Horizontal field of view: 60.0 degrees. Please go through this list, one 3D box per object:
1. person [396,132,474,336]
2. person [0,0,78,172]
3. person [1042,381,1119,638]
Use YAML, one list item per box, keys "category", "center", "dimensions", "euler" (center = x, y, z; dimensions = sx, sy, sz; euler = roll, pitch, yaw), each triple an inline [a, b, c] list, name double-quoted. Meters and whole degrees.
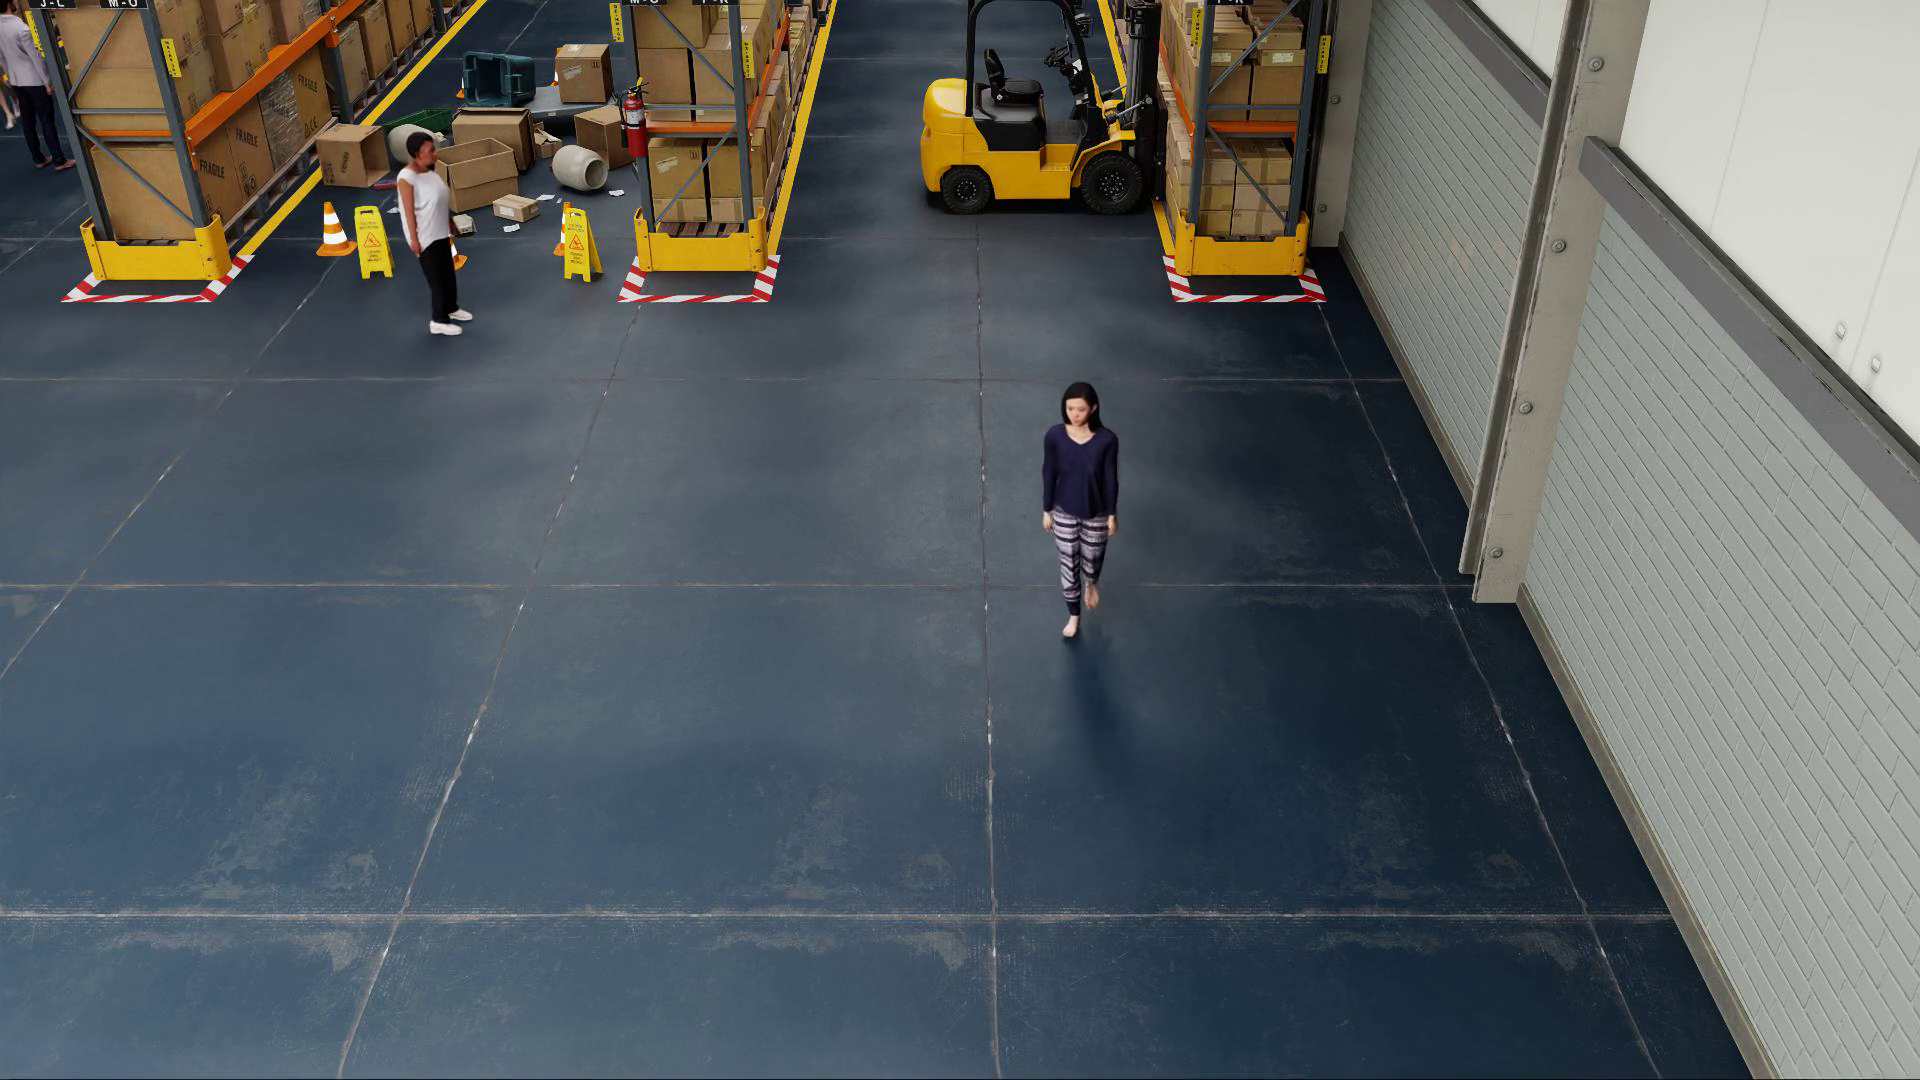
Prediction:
- category: "person"
  center: [-4.449, -2.591, 13.937]
  dimensions: [0.796, 1.681, 0.648]
  euler: [6, 33, 10]
- category: "person"
  center: [-9.663, -4.771, 17.232]
  dimensions: [0.749, 1.853, 0.704]
  euler: [11, 34, 17]
- category: "person"
  center: [0.755, -0.229, 10.152]
  dimensions: [0.703, 1.724, 0.748]
  euler: [7, 33, 11]
